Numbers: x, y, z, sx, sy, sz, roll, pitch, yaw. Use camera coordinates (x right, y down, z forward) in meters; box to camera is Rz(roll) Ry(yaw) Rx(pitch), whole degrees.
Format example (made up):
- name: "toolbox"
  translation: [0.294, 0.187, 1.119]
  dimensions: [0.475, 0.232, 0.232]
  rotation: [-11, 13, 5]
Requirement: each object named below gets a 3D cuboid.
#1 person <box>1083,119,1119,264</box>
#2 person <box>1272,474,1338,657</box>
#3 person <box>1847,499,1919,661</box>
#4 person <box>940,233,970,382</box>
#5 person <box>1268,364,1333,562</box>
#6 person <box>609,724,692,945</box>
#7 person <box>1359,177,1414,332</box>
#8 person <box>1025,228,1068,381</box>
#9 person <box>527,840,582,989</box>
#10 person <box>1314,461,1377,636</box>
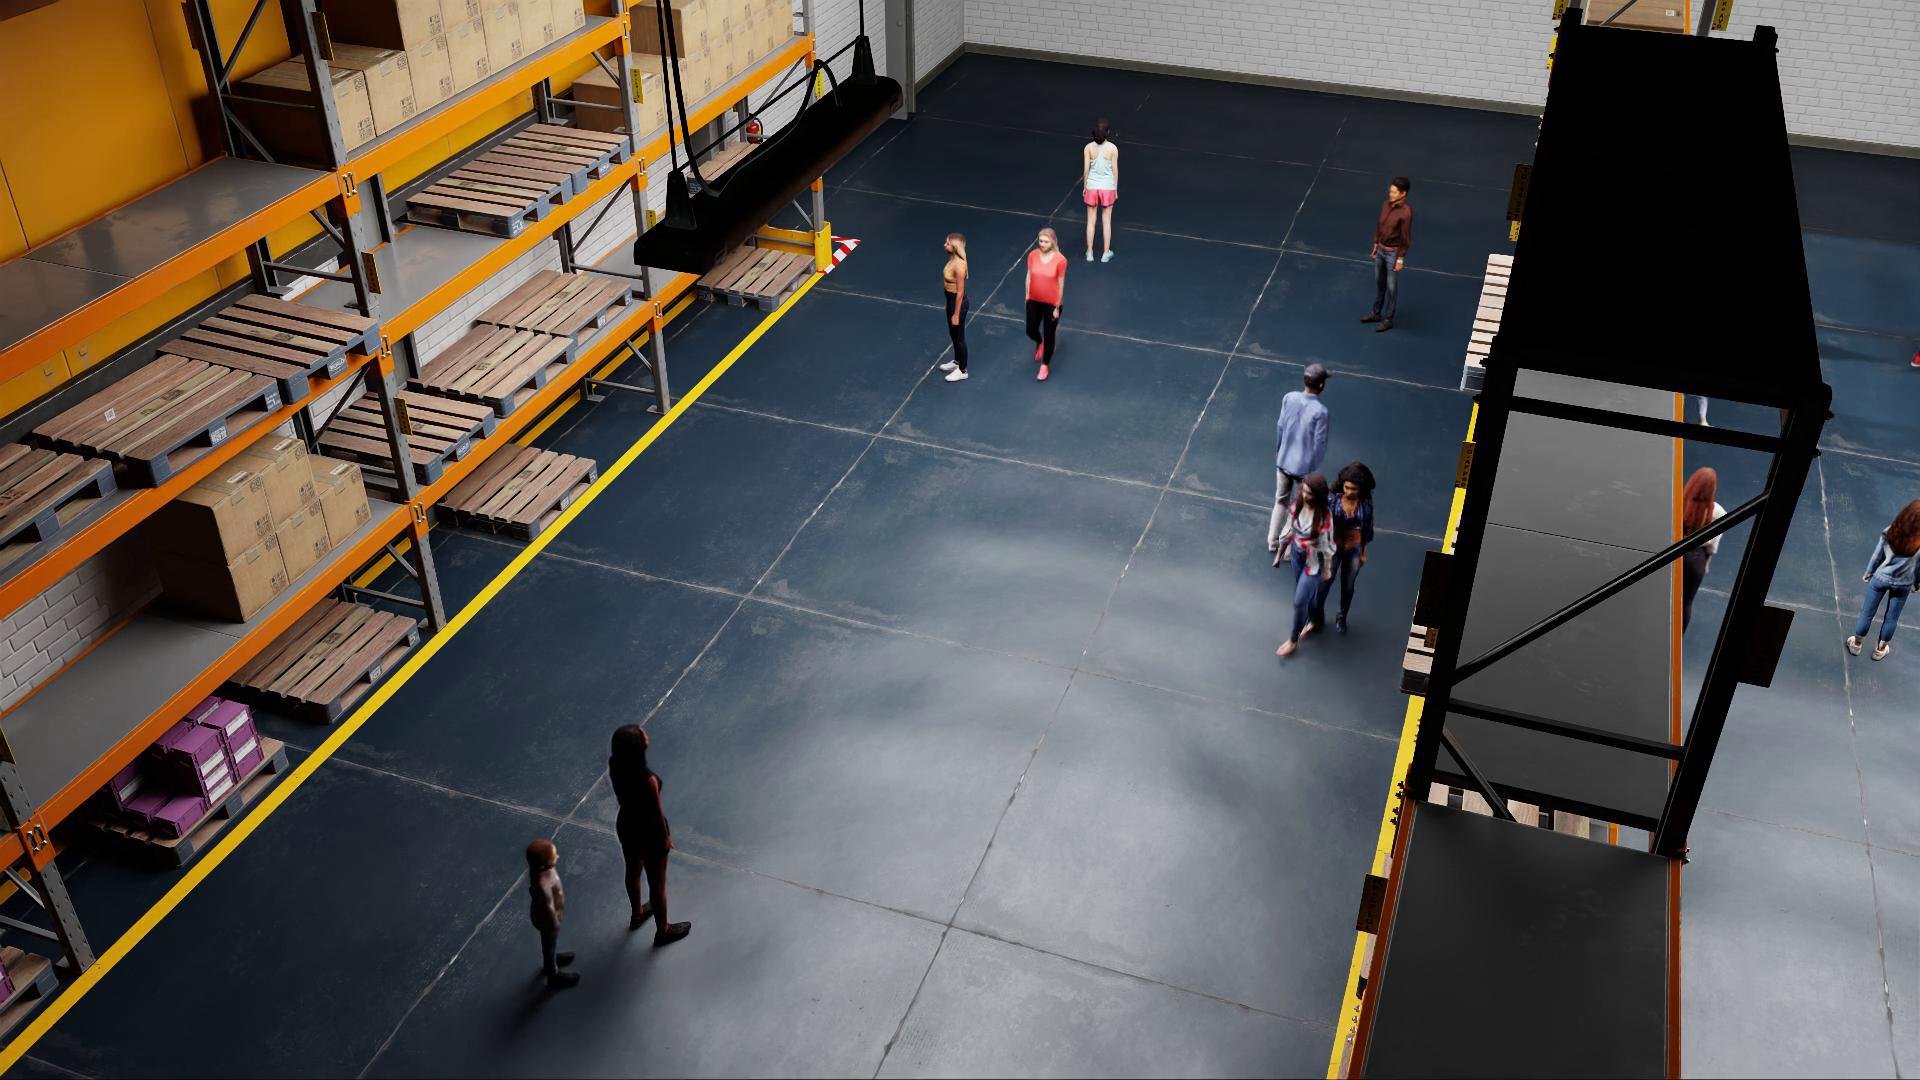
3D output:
- name: "person"
  translation: [1.691, -4.209, 20.018]
  dimensions: [0.614, 1.765, 0.625]
  rotation: [6, 34, 10]
- name: "person"
  translation: [2.914, 0.145, 13.628]
  dimensions: [0.943, 1.588, 0.853]
  rotation: [-21, 39, -28]
- name: "person"
  translation: [7.550, 0.318, 13.469]
  dimensions: [0.601, 1.476, 0.540]
  rotation: [17, 37, 24]
- name: "person"
  translation: [-0.037, -2.469, 17.524]
  dimensions: [0.712, 1.628, 0.606]
  rotation: [-6, 34, -9]
- name: "person"
  translation: [2.972, -0.682, 14.610]
  dimensions: [0.787, 1.878, 0.768]
  rotation: [-26, 42, -34]
- name: "person"
  translation: [-2.073, 1.896, 10.856]
  dimensions: [0.662, 1.740, 0.627]
  rotation: [26, 41, 33]
- name: "person"
  translation: [4.789, -3.194, 18.480]
  dimensions: [0.759, 1.778, 0.706]
  rotation: [-15, 37, -22]
- name: "person"
  translation: [0.933, -2.530, 17.566]
  dimensions: [0.591, 1.683, 0.720]
  rotation: [13, 36, 19]
- name: "person"
  translation: [-2.646, 2.368, 10.641]
  dimensions: [0.602, 1.193, 0.526]
  rotation: [-10, 35, -15]
- name: "person"
  translation: [3.156, 0.079, 13.700]
  dimensions: [0.641, 1.618, 0.584]
  rotation: [7, 34, 10]
